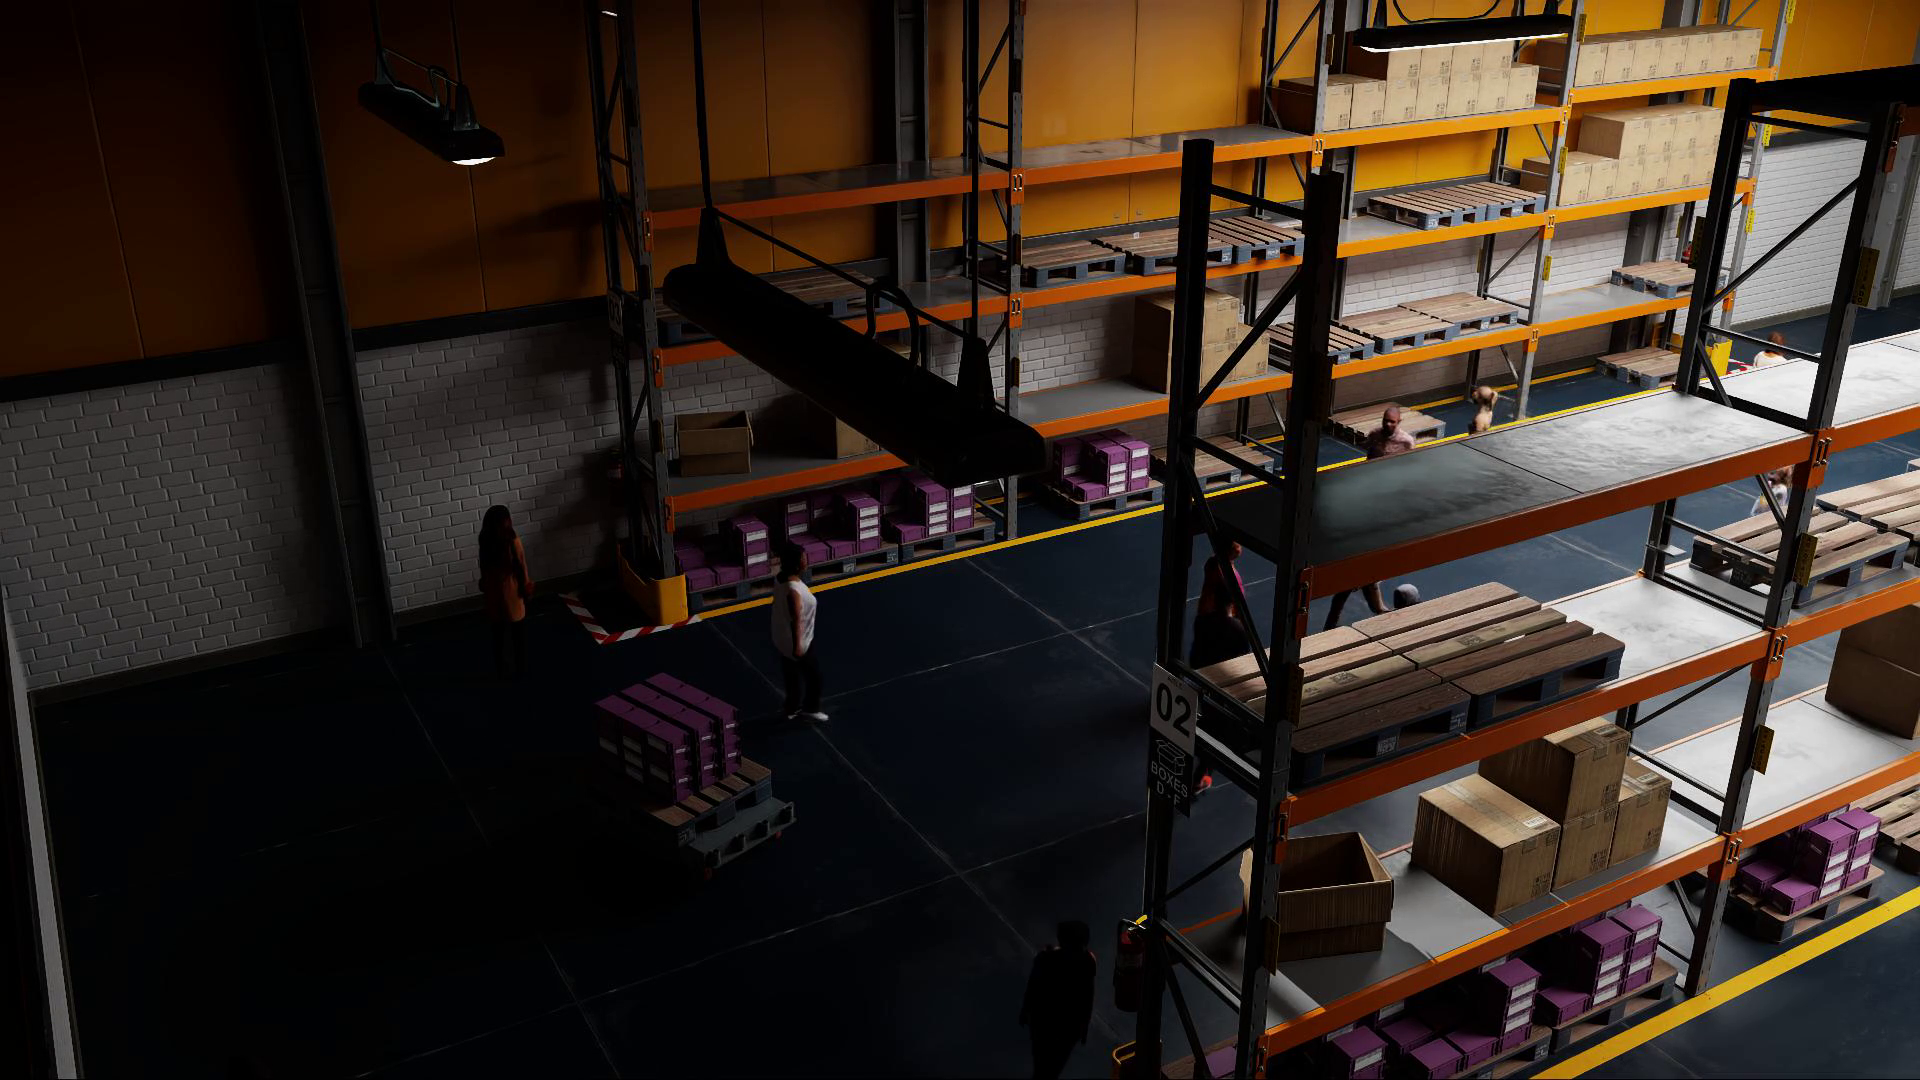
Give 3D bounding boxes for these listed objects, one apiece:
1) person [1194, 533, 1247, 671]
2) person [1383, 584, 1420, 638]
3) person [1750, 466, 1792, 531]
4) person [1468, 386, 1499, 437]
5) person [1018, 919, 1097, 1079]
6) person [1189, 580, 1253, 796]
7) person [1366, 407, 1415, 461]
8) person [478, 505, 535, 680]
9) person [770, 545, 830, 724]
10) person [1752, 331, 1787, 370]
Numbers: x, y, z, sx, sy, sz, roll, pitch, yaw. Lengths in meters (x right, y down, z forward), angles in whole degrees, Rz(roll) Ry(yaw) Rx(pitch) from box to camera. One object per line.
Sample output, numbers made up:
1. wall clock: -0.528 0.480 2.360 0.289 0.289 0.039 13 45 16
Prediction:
1. person: 2.331 0.667 14.923 0.807 1.676 0.775 -1 24 -3
2. person: 3.637 1.153 13.692 0.677 1.770 0.614 -12 26 -26
3. person: 8.562 -0.214 17.455 0.791 1.262 0.650 -4 24 -8
4. person: 5.821 -0.883 18.454 0.930 1.687 1.063 14 27 30
5. person: 0.587 2.852 10.124 0.883 1.516 0.836 -2 24 -4
6. person: 2.050 1.225 13.476 0.999 1.811 1.238 15 28 31
7. person: 4.552 -0.583 17.644 1.062 1.787 1.279 14 27 28
8. person: -4.187 0.474 15.304 0.759 1.724 0.835 5 24 11
9. person: -1.485 0.838 14.523 0.709 1.681 0.716 -9 25 -19
10. person: 9.880 -1.748 20.439 0.532 1.682 0.613 -12 26 -26
